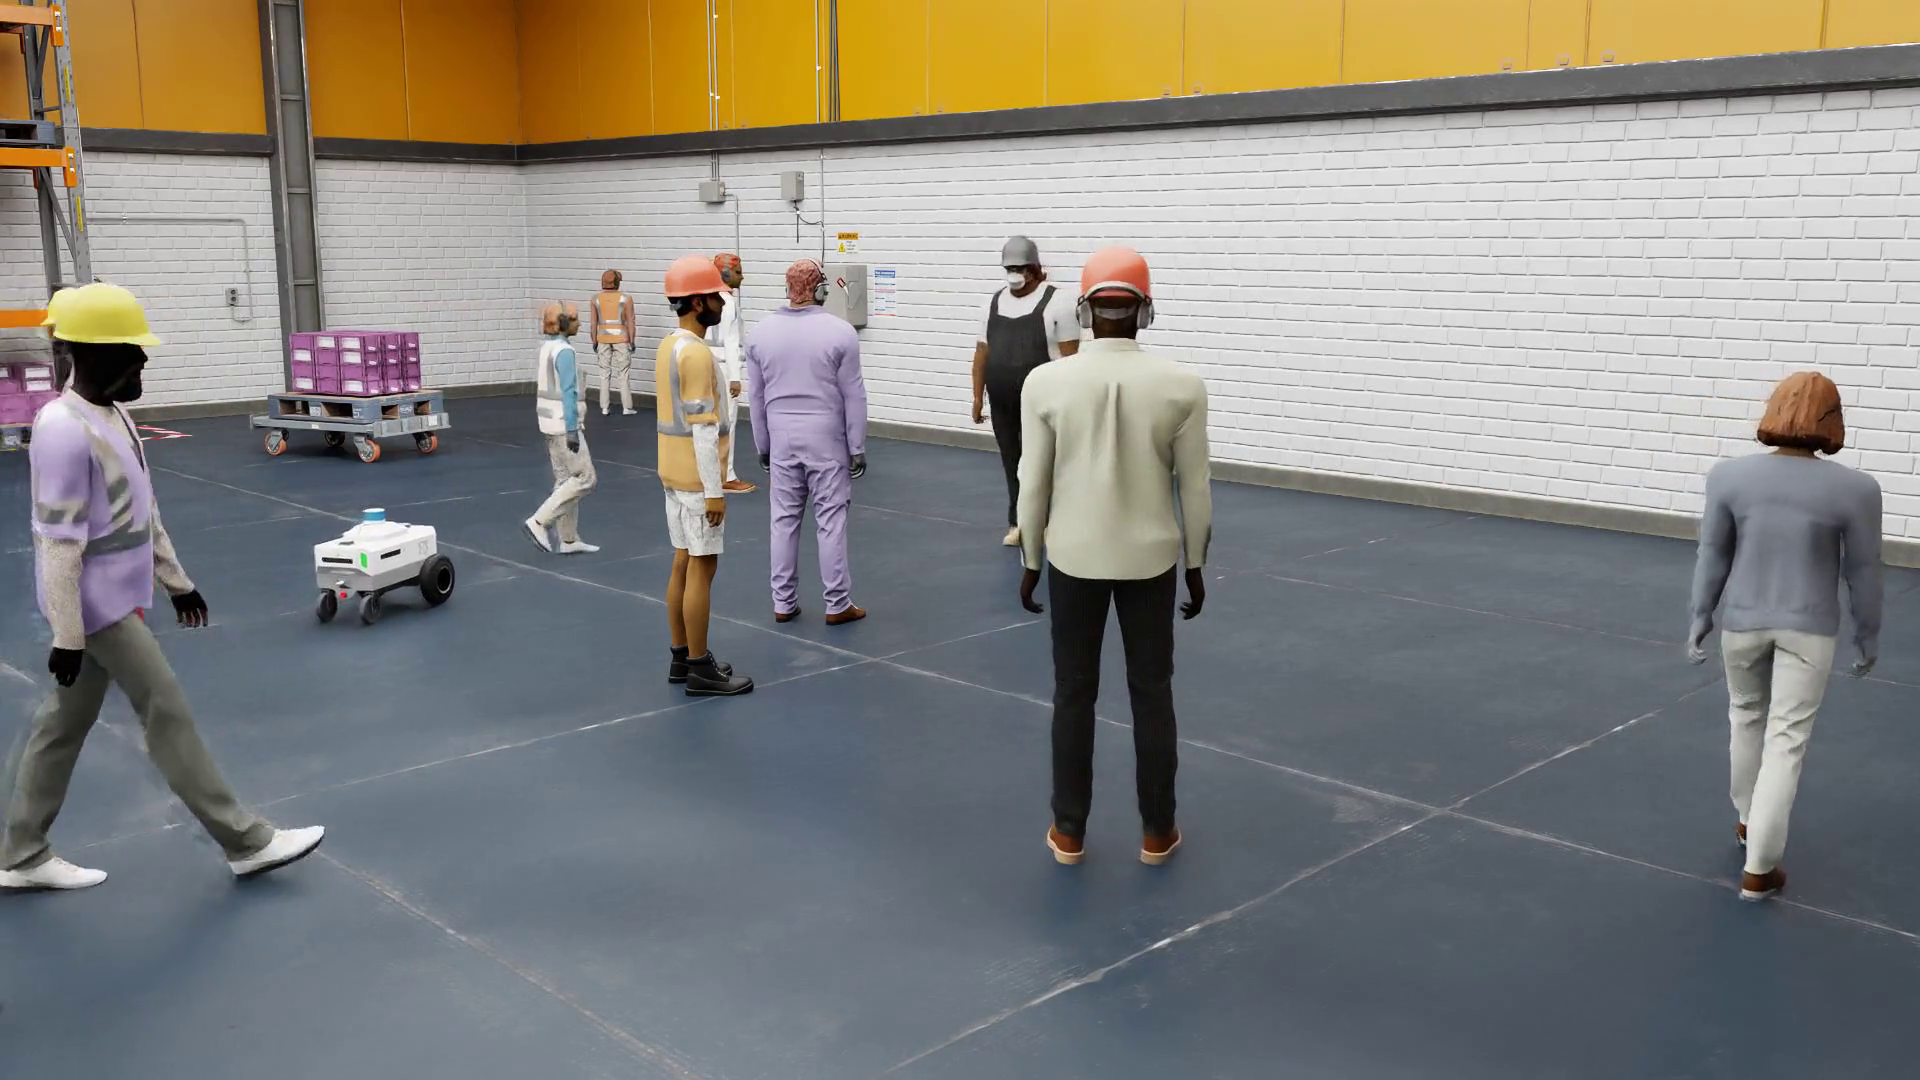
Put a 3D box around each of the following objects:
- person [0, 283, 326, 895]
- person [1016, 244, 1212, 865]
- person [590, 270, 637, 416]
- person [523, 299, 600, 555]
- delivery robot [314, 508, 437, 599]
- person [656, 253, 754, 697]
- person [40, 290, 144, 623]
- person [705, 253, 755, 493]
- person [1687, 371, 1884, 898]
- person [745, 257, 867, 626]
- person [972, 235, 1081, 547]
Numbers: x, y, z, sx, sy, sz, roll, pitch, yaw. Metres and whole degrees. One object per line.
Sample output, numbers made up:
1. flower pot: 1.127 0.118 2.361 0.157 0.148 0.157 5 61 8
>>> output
1. person: -2.534 0.165 5.081 0.980 1.873 0.608 -4 11 -19
2. person: 0.493 0.059 5.354 0.622 1.990 0.402 1 10 4
3. person: -3.892 -2.205 18.673 0.514 1.636 0.315 1 10 6
4. person: -2.504 -0.690 10.419 0.416 1.624 0.538 -5 11 -25
5. delivery robot: -3.132 0.075 8.936 0.477 0.478 0.707 3 11 15
6. person: -1.147 -0.281 7.345 0.354 1.942 0.545 -5 11 -24
7. person: -4.321 -0.363 8.300 0.348 1.756 0.518 -7 12 -32
8. person: -1.852 -1.313 13.134 0.339 1.882 0.581 -4 11 -22
9. person: 2.619 0.274 5.247 0.521 1.602 0.770 9 14 40
10. person: -0.774 -0.505 8.655 0.642 1.913 0.409 3 11 17
11. person: 0.381 -0.948 10.716 0.714 2.000 0.580 6 12 29
